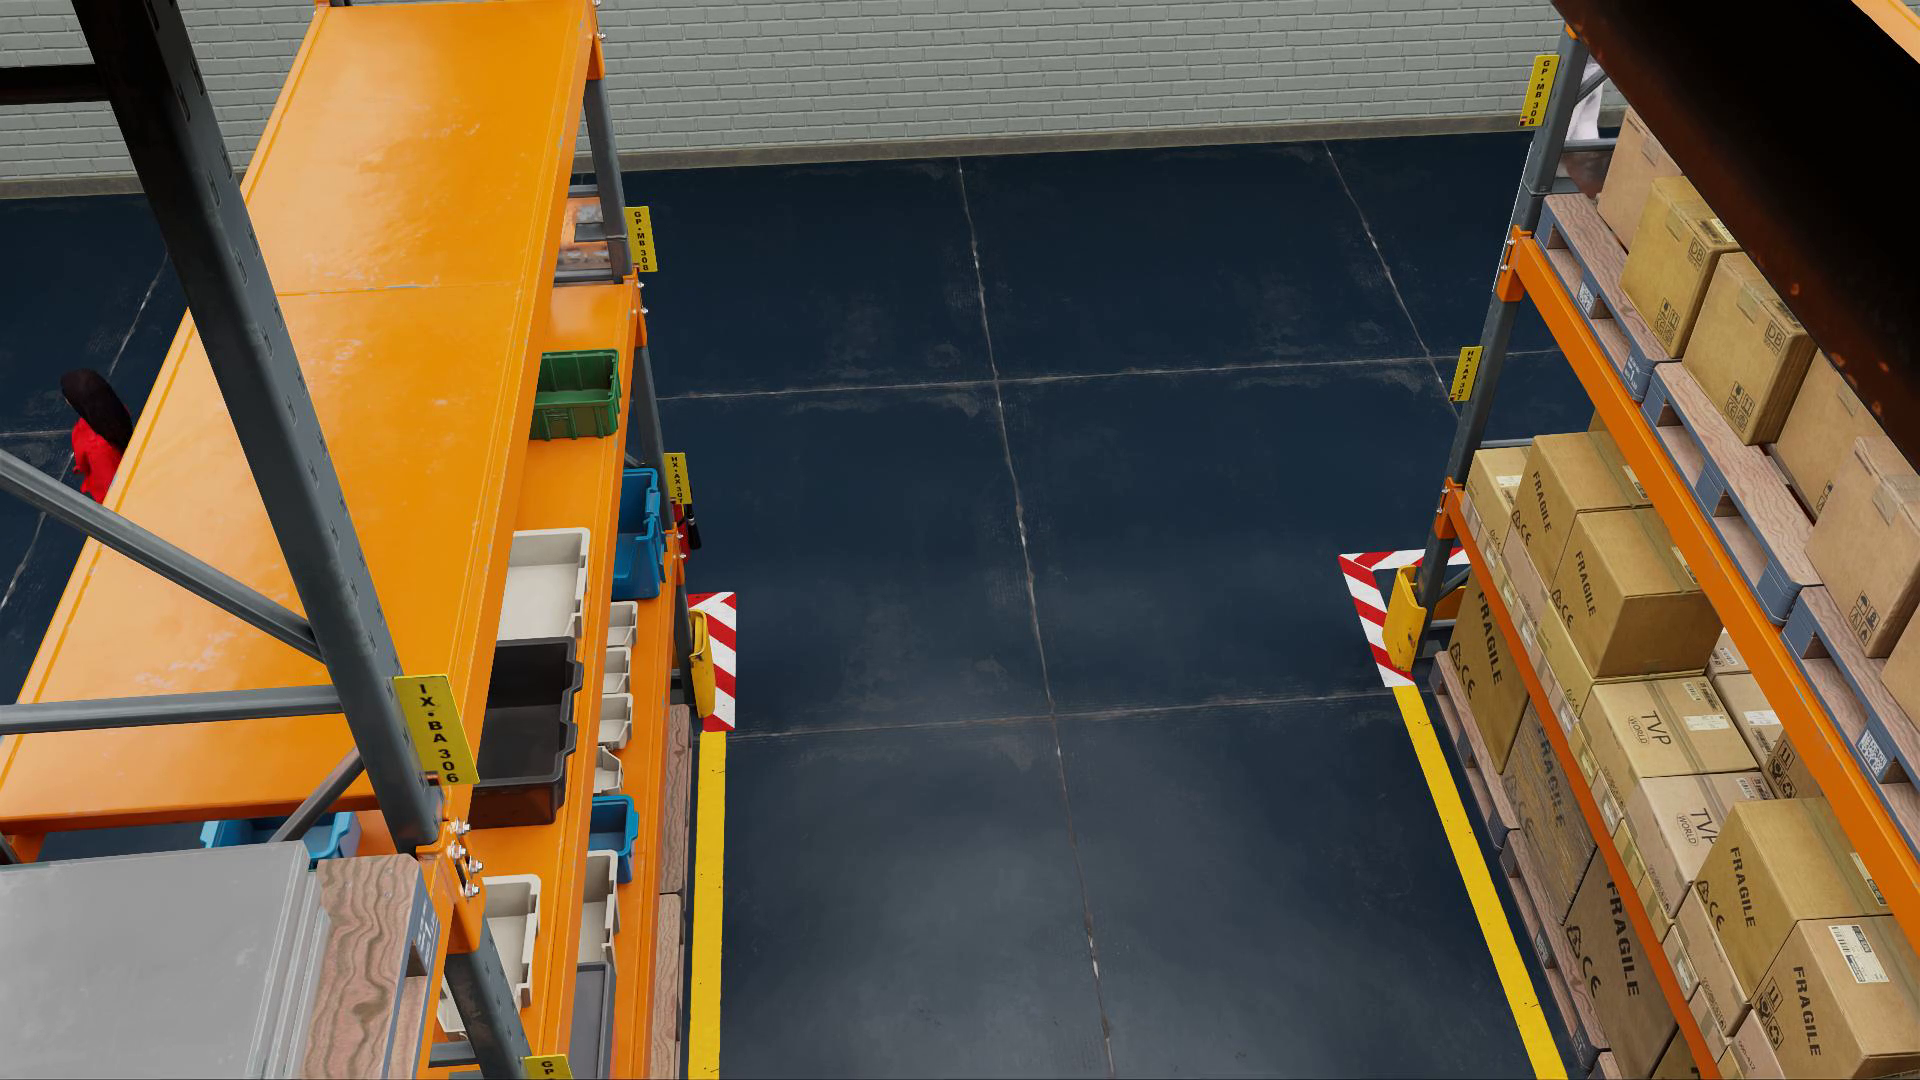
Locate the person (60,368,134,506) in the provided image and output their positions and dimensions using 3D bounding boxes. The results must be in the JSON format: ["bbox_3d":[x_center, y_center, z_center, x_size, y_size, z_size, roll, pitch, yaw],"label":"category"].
[{"bbox_3d":[-4.430,-0.216,9.070,0.677,1.725,0.940,-3,43,-3],"label":"person"}]
